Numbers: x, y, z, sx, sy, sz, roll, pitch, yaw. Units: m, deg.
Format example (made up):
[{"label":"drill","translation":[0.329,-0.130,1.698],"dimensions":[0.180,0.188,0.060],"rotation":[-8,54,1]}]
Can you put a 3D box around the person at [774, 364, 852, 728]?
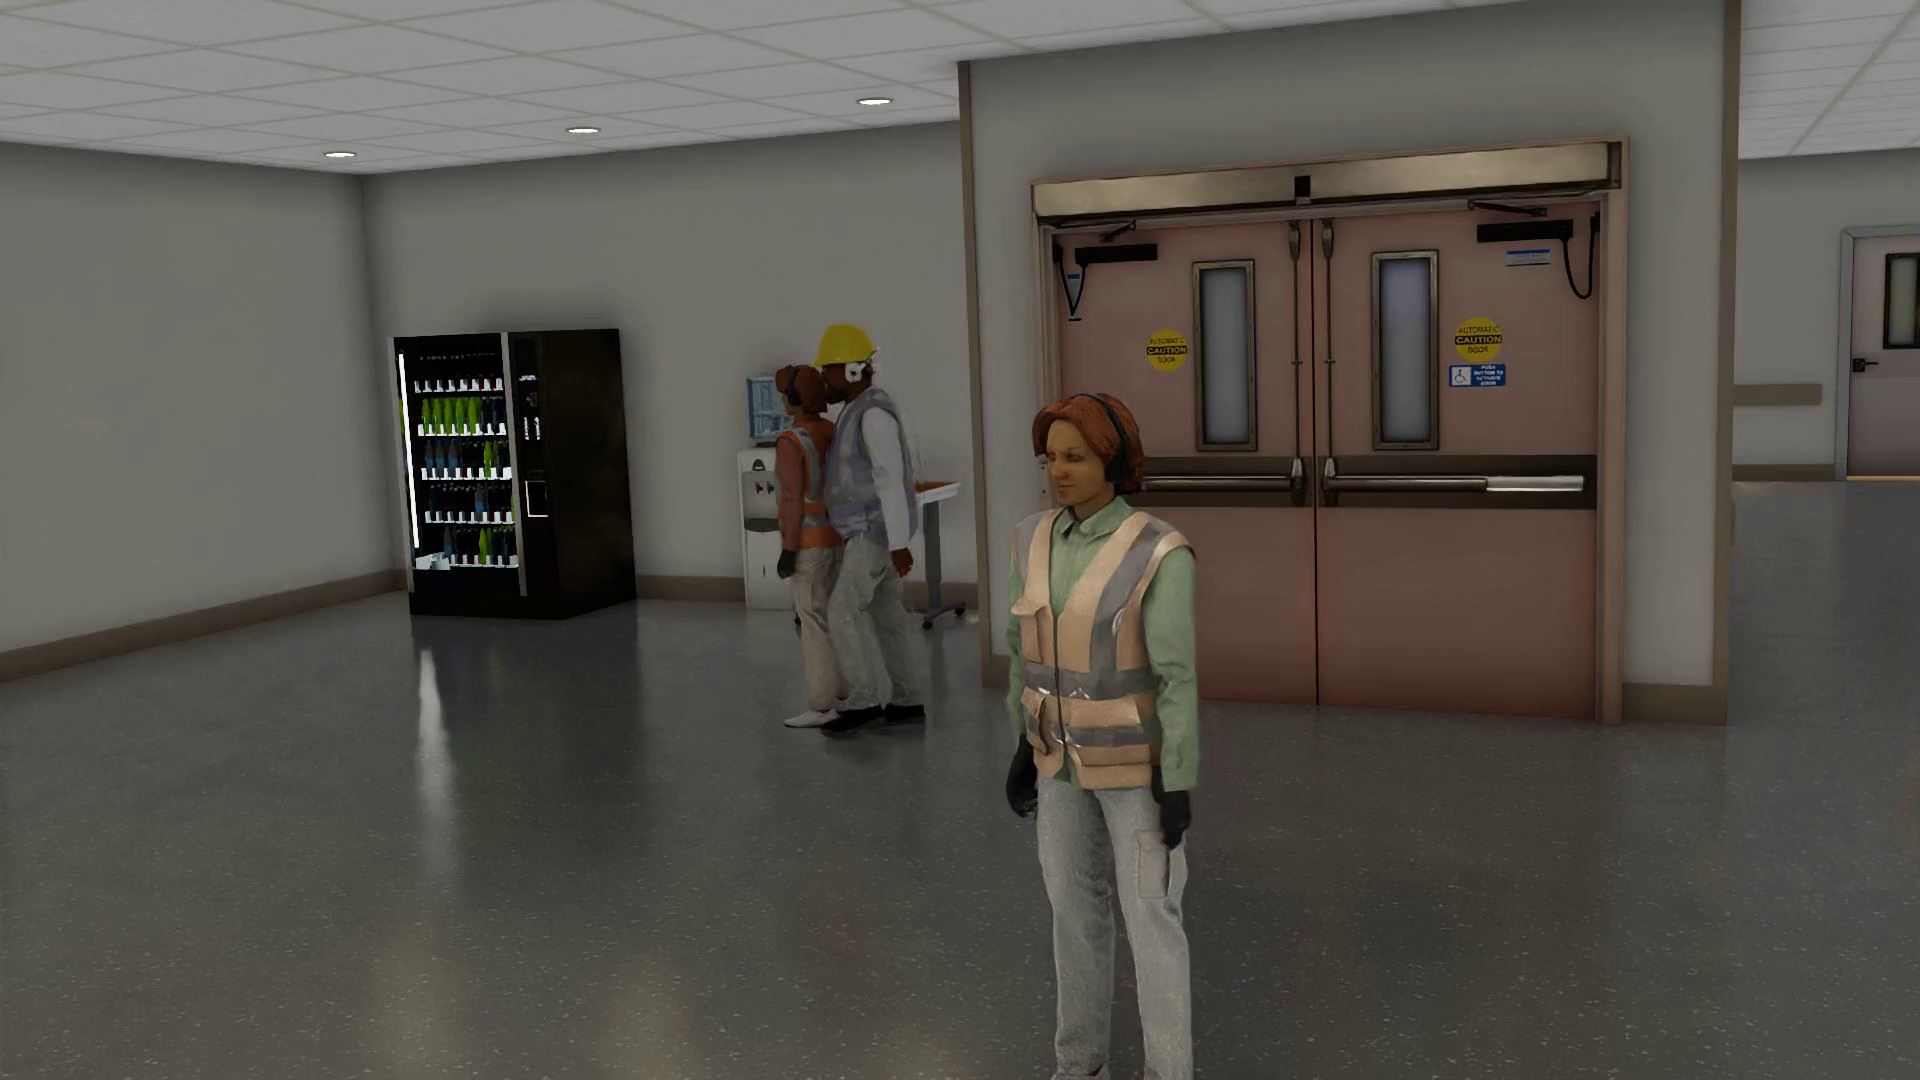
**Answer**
[{"label":"person","translation":[-0.656,0.027,7.508],"dimensions":[0.310,1.638,0.522],"rotation":[1,8,22]}]

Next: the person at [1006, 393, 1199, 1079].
[{"label":"person","translation":[0.315,0.503,3.581],"dimensions":[0.311,1.636,0.511],"rotation":[-9,10,-41]}]

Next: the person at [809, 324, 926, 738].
[{"label":"person","translation":[-0.458,-0.037,7.292],"dimensions":[0.637,1.805,0.632],"rotation":[-4,8,-11]}]
